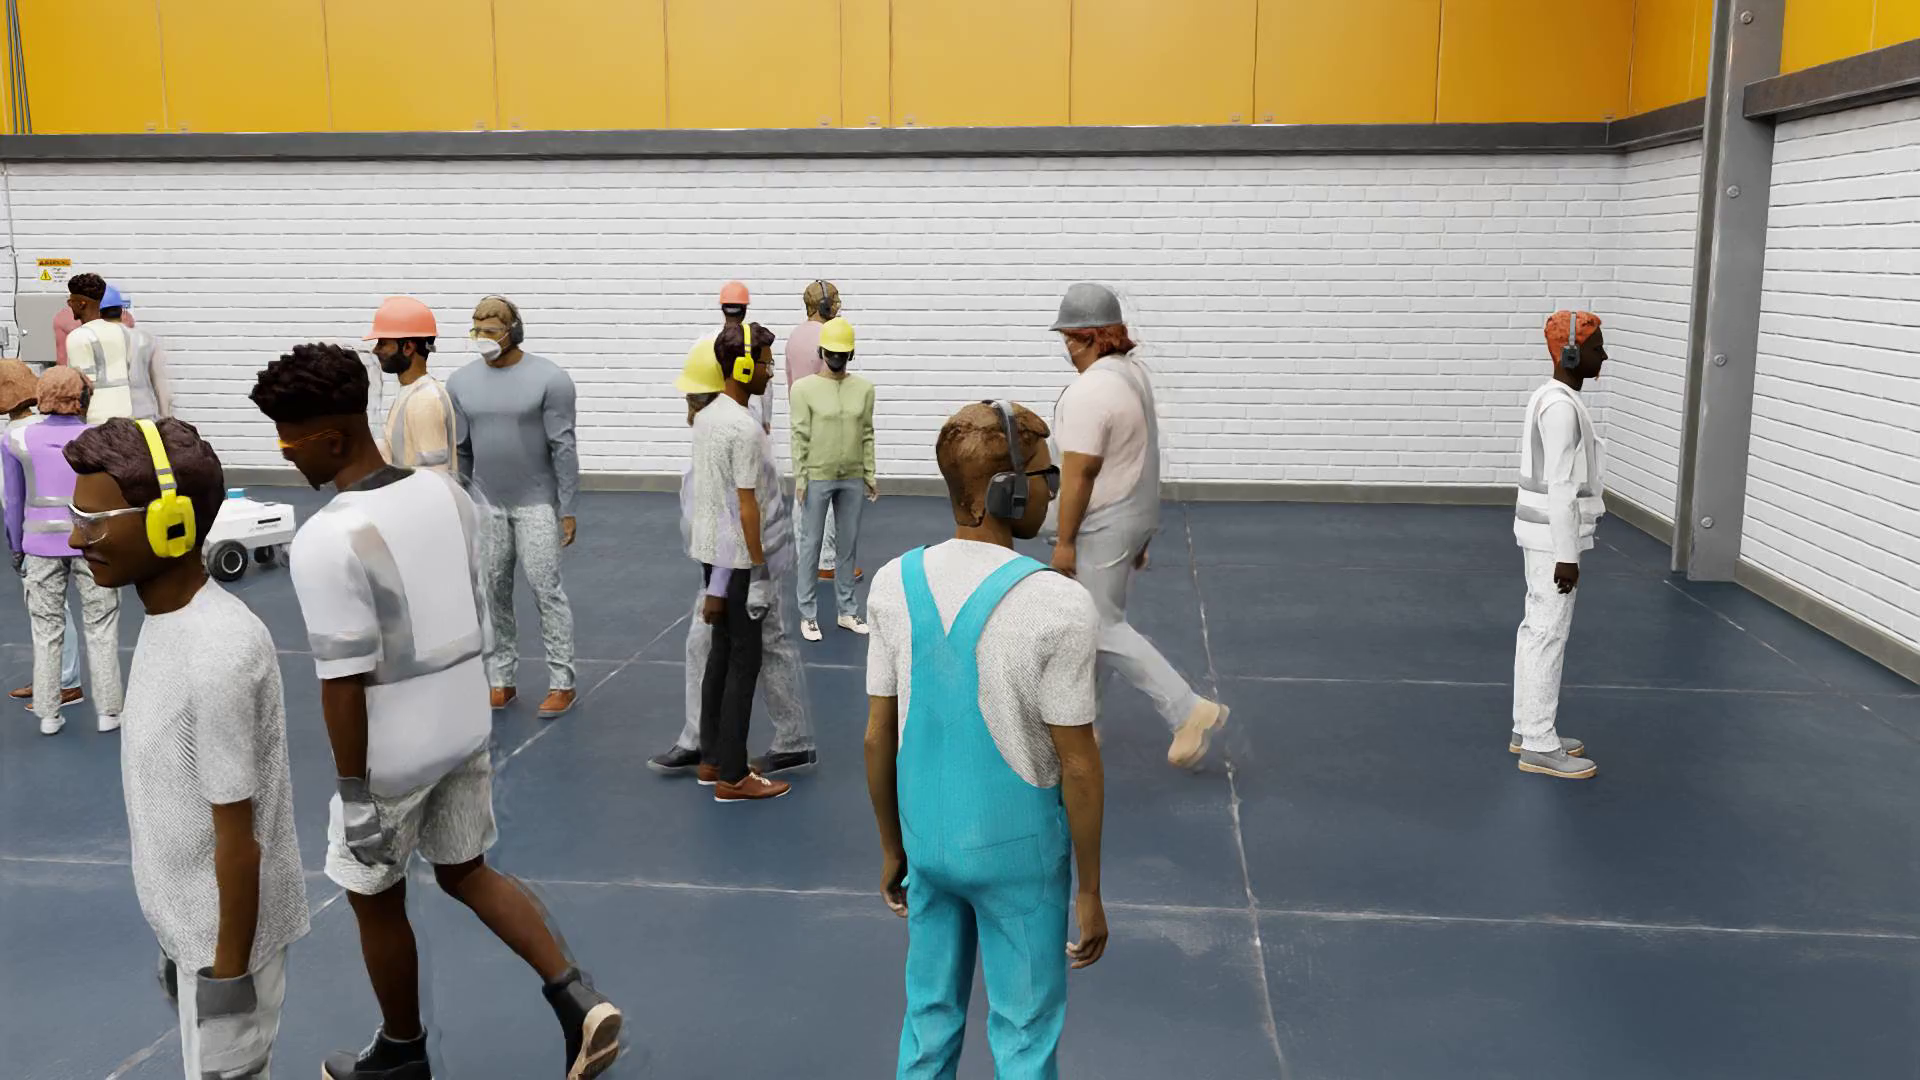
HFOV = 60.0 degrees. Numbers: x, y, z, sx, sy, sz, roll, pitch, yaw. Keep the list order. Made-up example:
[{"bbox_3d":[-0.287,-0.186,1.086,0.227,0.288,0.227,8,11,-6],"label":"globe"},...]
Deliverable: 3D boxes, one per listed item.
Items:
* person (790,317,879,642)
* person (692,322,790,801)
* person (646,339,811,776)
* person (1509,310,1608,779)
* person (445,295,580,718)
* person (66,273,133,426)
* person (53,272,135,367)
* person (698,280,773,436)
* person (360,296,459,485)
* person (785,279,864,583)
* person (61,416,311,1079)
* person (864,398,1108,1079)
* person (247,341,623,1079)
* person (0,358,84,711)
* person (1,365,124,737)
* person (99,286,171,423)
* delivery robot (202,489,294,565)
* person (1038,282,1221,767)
[{"bbox_3d":[-0.681,-0.332,9.116,0.523,1.763,0.329,-6,12,-31],"label":"person"},{"bbox_3d":[-0.857,0.091,6.438,0.341,1.855,0.525,-5,11,-29],"label":"person"},{"bbox_3d":[-0.933,0.101,6.561,0.747,1.786,0.619,-4,11,-19],"label":"person"},{"bbox_3d":[2.449,0.013,6.793,0.356,1.883,0.574,2,10,13],"label":"person"},{"bbox_3d":[-2.039,-0.148,7.597,0.632,1.926,0.367,2,10,11],"label":"person"},{"bbox_3d":[-5.981,-0.866,11.582,0.369,1.967,0.601,1,10,5],"label":"person"},{"bbox_3d":[-7.426,-1.338,14.364,0.634,1.937,0.355,-5,11,-29],"label":"person"},{"bbox_3d":[-1.628,-0.915,12.031,0.543,1.917,0.656,0,10,0],"label":"person"},{"bbox_3d":[-2.269,-0.042,6.950,0.356,1.938,0.545,-4,11,-23],"label":"person"},{"bbox_3d":[-0.885,-0.693,10.671,0.372,1.940,0.632,-7,12,-34],"label":"person"},{"bbox_3d":[-1.293,0.714,2.861,0.321,1.859,0.515,-6,12,-31],"label":"person"},{"bbox_3d":[0.057,0.643,3.297,0.517,1.842,0.332,6,12,31],"label":"person"},{"bbox_3d":[-1.241,0.485,3.974,0.767,1.920,0.691,4,11,20],"label":"person"},{"bbox_3d":[-4.322,-0.027,7.726,0.279,1.632,0.507,-8,13,-39],"label":"person"},{"bbox_3d":[-3.883,0.053,7.283,0.528,1.630,0.313,-3,10,-16],"label":"person"},{"bbox_3d":[-6.142,-0.925,12.234,0.634,1.871,1.131,-6,12,-31],"label":"person"},{"bbox_3d":[-4.752,-0.095,10.938,0.477,0.478,0.707,6,11,31],"label":"delivery robot"},{"bbox_3d":[0.670,-0.079,6.864,0.846,2.000,0.678,3,10,18],"label":"person"}]
